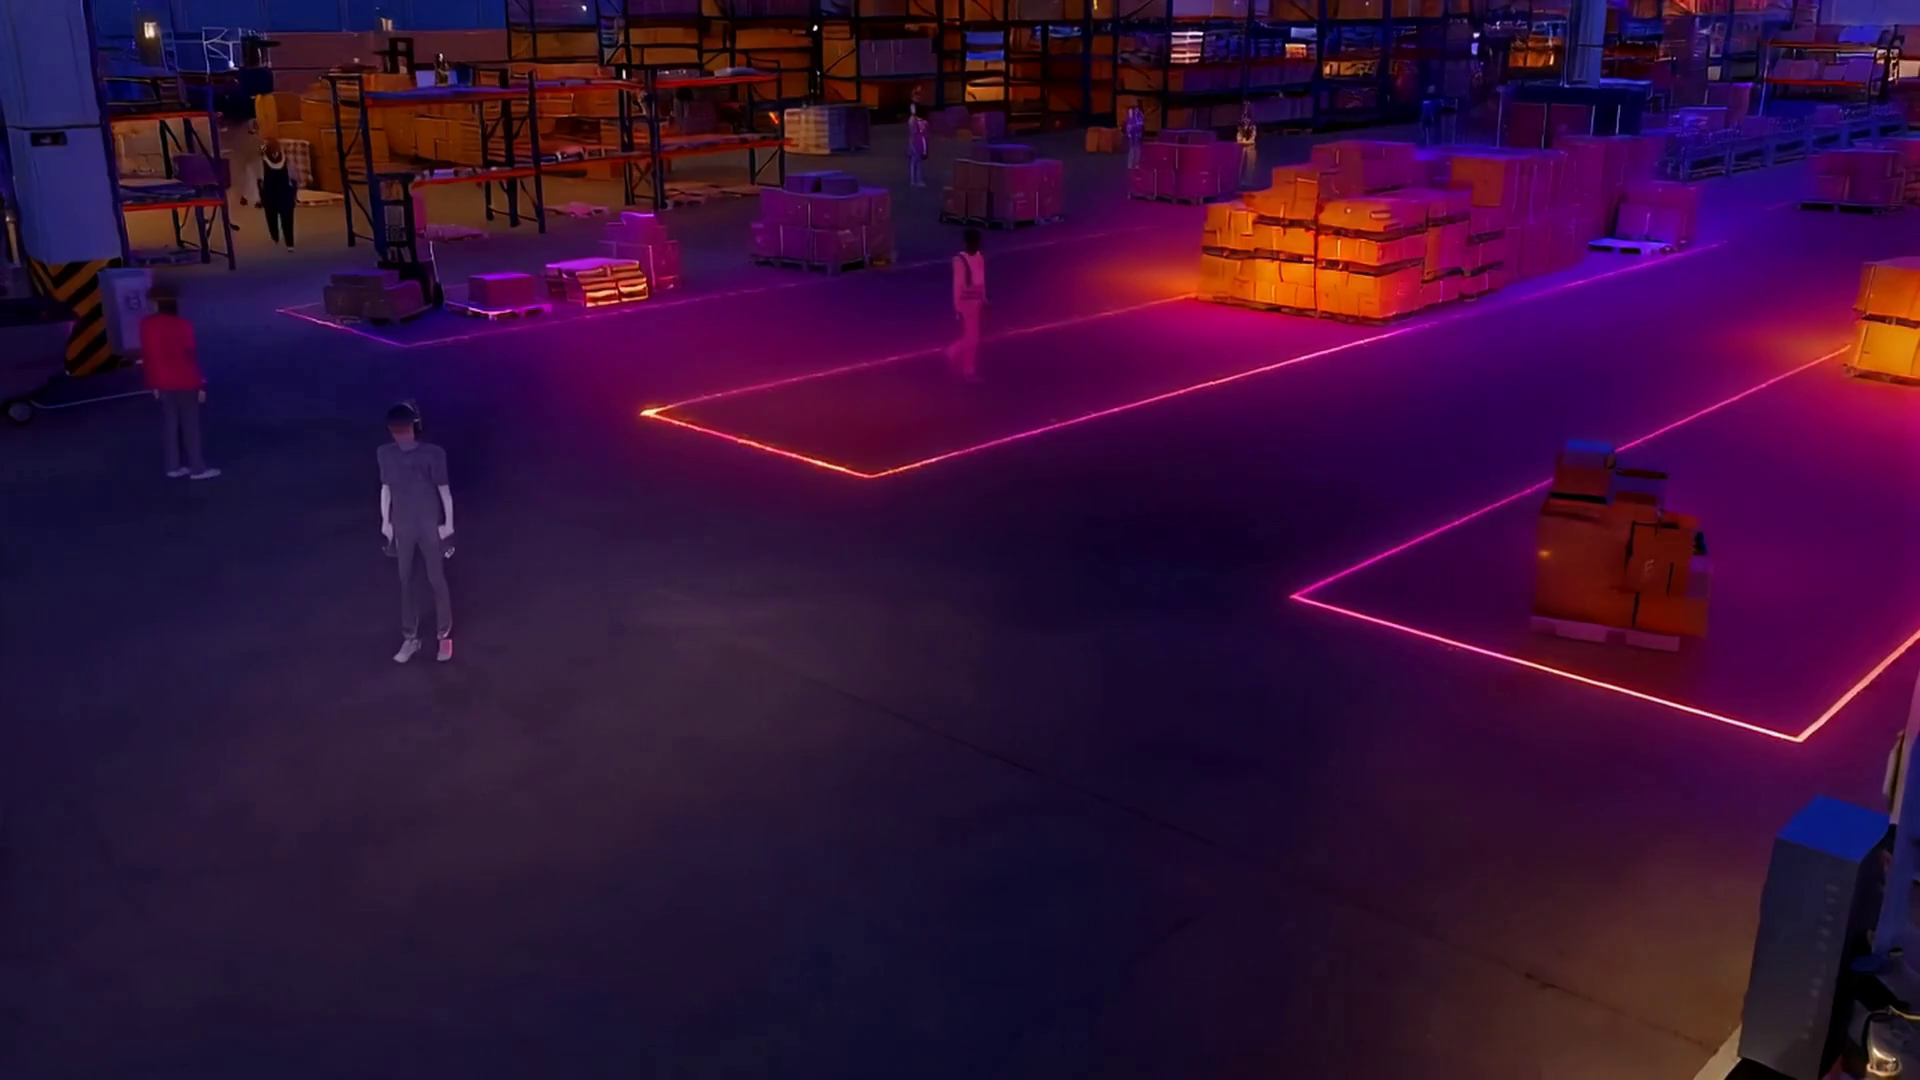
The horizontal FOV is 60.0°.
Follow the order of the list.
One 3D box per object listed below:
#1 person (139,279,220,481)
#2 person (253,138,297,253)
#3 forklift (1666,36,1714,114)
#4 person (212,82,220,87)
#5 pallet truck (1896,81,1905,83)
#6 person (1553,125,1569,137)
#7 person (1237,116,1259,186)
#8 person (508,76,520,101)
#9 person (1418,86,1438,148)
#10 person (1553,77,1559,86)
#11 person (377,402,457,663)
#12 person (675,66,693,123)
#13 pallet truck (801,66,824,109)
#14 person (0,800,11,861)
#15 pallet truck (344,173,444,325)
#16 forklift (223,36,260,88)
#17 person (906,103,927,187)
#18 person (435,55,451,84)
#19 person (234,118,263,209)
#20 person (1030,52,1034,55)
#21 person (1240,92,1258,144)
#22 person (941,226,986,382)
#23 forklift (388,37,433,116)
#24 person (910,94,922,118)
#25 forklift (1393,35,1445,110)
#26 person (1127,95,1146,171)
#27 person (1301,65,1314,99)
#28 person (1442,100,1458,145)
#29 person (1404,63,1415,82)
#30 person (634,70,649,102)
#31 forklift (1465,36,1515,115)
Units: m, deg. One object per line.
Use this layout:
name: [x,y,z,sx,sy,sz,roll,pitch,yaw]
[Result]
person: [-7.452,-1.518,15.848,0.594,1.922,0.387,6,19,17]
person: [-12.132,-6.134,29.574,0.701,2.000,0.624,-9,20,-25]
forklift: [27.341,-17.291,61.877,1.129,2.768,1.873,17,25,41]
person: [-21.731,-12.454,48.805,0.650,1.914,0.678,-13,22,-34]
pallet truck: [34.802,-16.331,61.455,0.653,1.274,1.630,17,25,41]
person: [12.050,-7.395,33.575,0.577,1.919,0.544,-8,20,-22]
person: [6.849,-9.247,39.585,0.518,1.636,0.312,0,18,1]
person: [-14.566,-14.274,54.477,0.441,1.815,0.658,6,19,17]
person: [13.139,-11.767,46.730,0.549,1.922,0.400,15,23,37]
person: [20.739,-15.245,57.689,0.514,1.603,0.645,-10,21,-28]
person: [-3.754,-0.048,11.519,0.520,1.865,0.332,0,18,0]
person: [-9.614,-15.489,57.883,0.641,1.962,0.806,-2,18,-6]
pallet truck: [-4.812,-15.182,56.903,0.823,1.965,1.885,-9,21,-26]
person: [-5.478,0.817,8.853,0.601,1.914,0.988,-17,25,-41]
pallet truck: [-8.209,-4.181,23.757,0.823,1.965,1.885,3,19,9]
forklift: [-26.428,-17.328,61.989,1.129,2.768,1.873,17,25,41]
person: [-1.011,-9.353,39.408,0.609,1.958,0.376,16,24,40]
person: [-21.404,-19.130,68.951,0.570,1.891,0.941,-8,20,-22]
person: [-15.169,-8.034,35.518,0.629,1.902,0.645,12,22,33]
person: [3.337,-22.457,79.140,0.572,1.794,0.976,-16,24,-41]
person: [8.543,-12.438,49.267,0.536,1.594,0.872,17,25,41]
person: [0.086,-2.804,19.811,0.474,1.866,0.603,12,22,31]
forklift: [-20.224,-16.850,60.550,1.129,2.768,1.873,9,20,26]
person: [-1.251,-11.804,47.223,0.333,1.686,0.536,7,20,21]
forklift: [17.477,-17.688,63.072,1.873,2.768,1.129,7,20,21]
person: [4.551,-10.456,42.781,0.541,1.929,0.385,-8,20,-23]
person: [13.589,-17.698,64.974,0.548,1.679,0.383,4,19,11]
person: [12.680,-10.479,43.095,0.329,1.767,0.529,-2,19,-7]
person: [17.527,-17.641,64.688,0.535,1.751,0.364,11,21,30]
person: [-10.757,-14.876,56.123,0.384,1.913,0.594,16,24,40]
forklift: [19.973,-17.201,61.605,1.873,2.768,1.129,16,24,40]
